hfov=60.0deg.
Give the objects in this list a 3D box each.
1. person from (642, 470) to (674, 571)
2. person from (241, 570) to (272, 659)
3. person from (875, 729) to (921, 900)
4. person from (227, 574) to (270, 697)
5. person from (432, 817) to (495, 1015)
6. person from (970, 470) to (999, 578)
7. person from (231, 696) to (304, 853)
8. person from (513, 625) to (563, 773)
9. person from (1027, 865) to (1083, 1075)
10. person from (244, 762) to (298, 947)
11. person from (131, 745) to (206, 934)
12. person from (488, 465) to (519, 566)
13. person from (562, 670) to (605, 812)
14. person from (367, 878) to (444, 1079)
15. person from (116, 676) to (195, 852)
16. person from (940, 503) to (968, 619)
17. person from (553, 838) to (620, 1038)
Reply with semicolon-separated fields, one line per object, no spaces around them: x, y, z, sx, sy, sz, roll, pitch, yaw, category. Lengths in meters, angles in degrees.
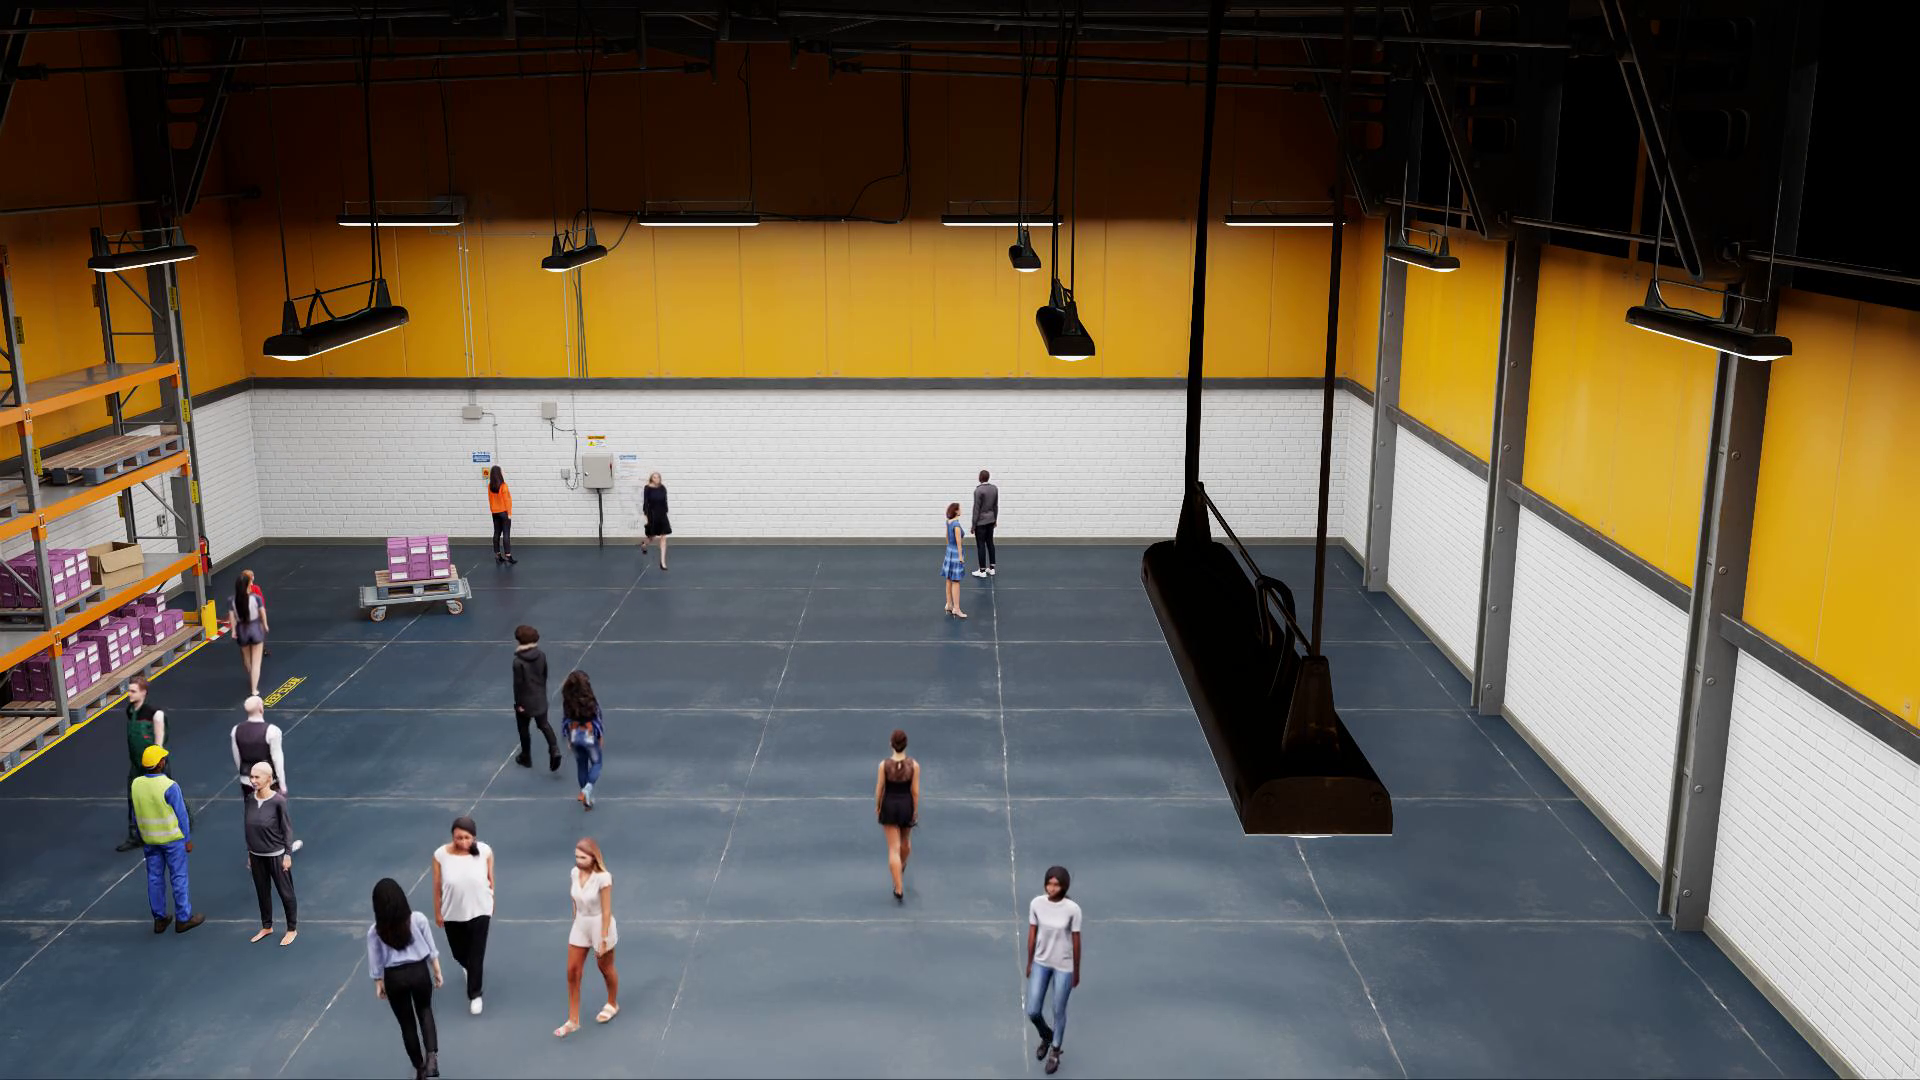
-5.254;-0.362;28.554;0.953;1.720;1.100;-10;17;-36;person
-10.078;1.044;23.681;0.479;1.281;0.493;0;14;0;person
-0.605;2.684;16.167;0.687;1.628;1.137;-2;14;-7;person
-9.388;1.287;21.969;0.715;1.614;1.047;-2;14;-10;person
-4.216;3.140;14.229;0.809;1.656;1.115;-3;14;-12;person
0.419;-0.286;28.036;0.795;1.816;0.831;-11;18;-39;person
-7.038;2.477;16.654;0.753;1.802;0.929;1;14;4;person
-4.922;1.855;19.310;1.123;1.763;1.061;13;18;42;person
0.762;3.358;13.196;0.692;1.718;0.726;5;14;19;person
-6.339;2.851;15.272;0.645;1.726;0.583;3;14;12;person
-7.406;2.763;15.452;0.683;1.813;0.593;1;14;5;person
-7.970;-0.451;28.865;0.715;1.746;0.739;9;16;32;person
-4.111;2.216;18.139;0.675;1.610;0.728;2;14;8;person
-4.246;3.459;12.766;0.818;1.724;0.848;-5;15;-21;person
-8.393;2.300;17.381;0.915;1.805;1.202;5;15;21;person
-0.076;0.300;25.643;0.806;1.805;0.660;-6;15;-24;person
-2.984;3.229;13.830;0.817;1.671;0.996;6;15;23;person
